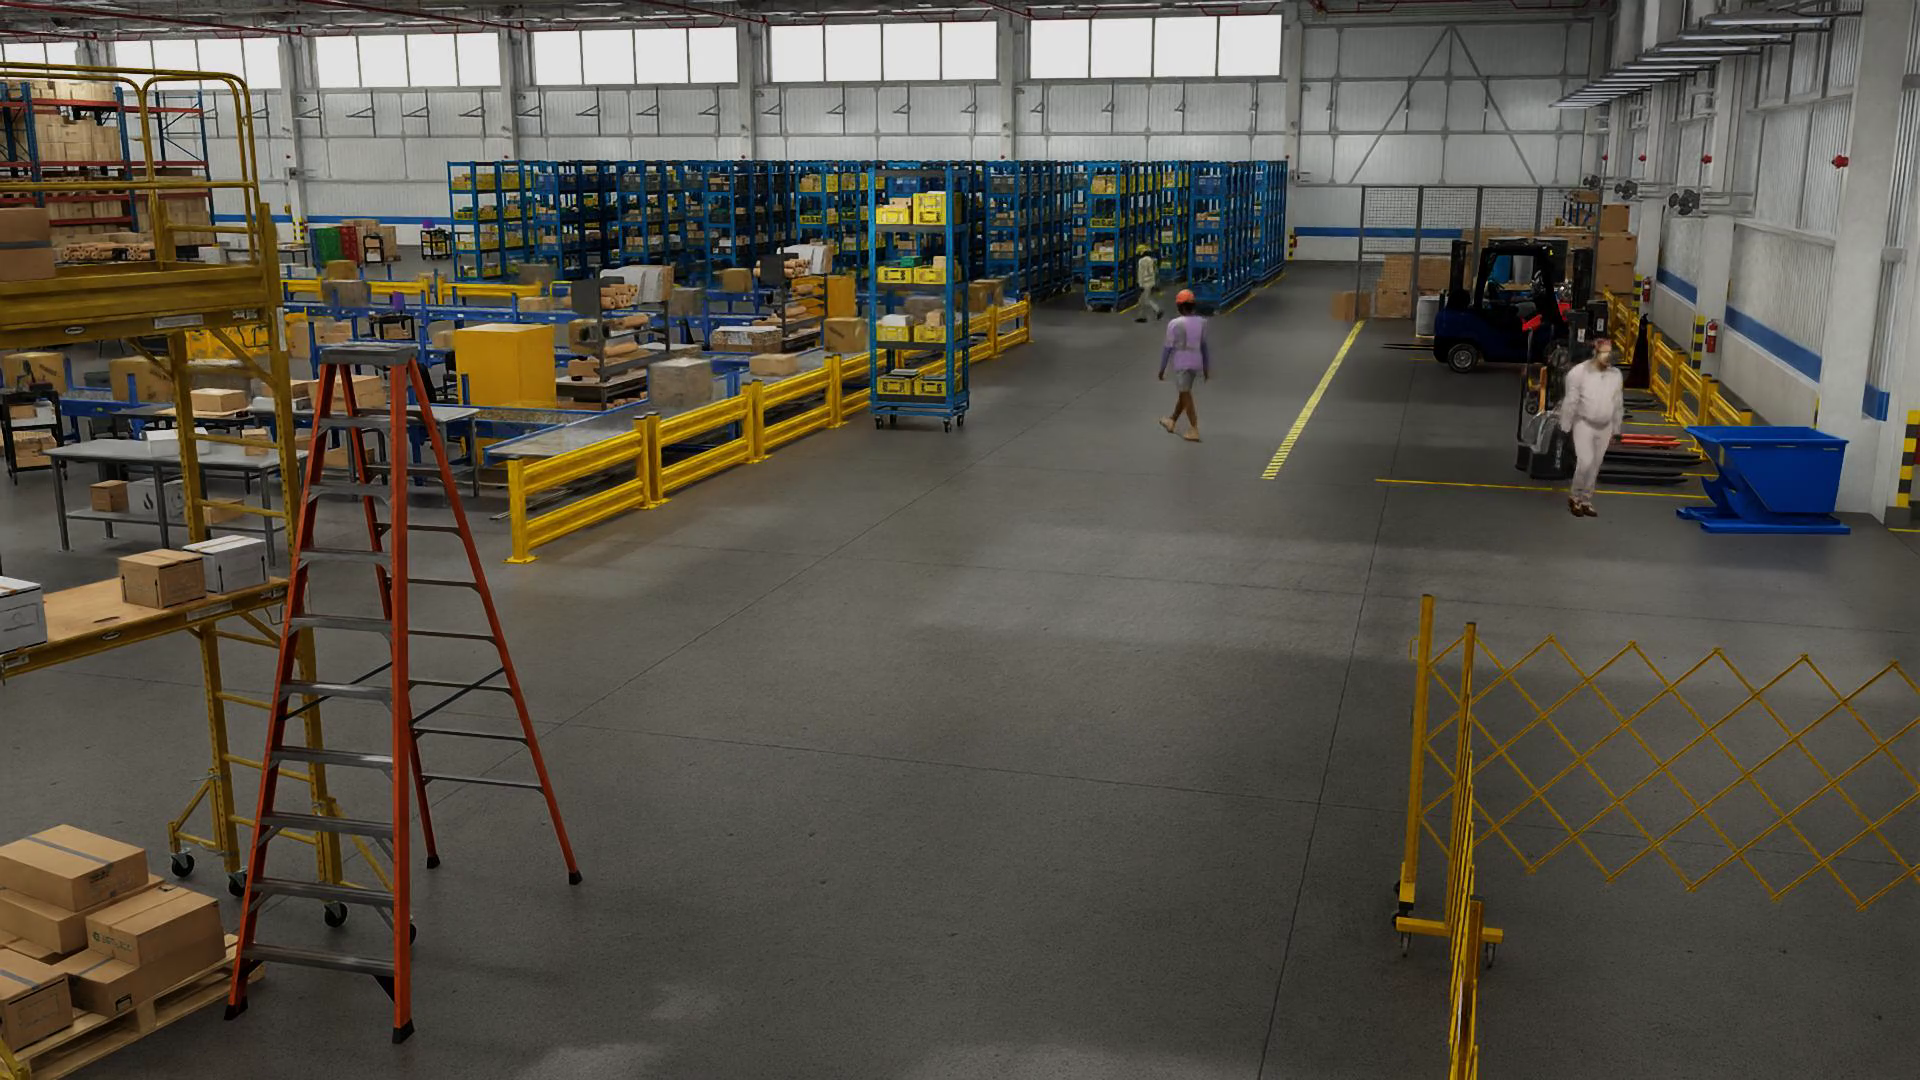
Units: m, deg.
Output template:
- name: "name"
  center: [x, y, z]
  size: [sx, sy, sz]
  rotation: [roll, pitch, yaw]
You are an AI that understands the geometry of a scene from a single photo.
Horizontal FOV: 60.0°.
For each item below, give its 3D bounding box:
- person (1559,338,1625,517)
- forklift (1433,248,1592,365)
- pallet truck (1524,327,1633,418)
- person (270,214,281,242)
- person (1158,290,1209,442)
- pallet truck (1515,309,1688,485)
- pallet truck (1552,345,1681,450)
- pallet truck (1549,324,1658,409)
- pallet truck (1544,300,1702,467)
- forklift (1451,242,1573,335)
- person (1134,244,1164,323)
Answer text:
- name: "person"
  center: [6.672, -1.173, 17.473]
  size: [0.658, 1.892, 0.485]
  rotation: [-3, 13, -13]
- name: "forklift"
  center: [9.780, -4.111, 29.280]
  size: [2.680, 1.987, 1.157]
  rotation: [3, 13, 14]
- name: "pallet truck"
  center: [9.065, -2.460, 24.370]
  size: [1.522, 1.261, 0.704]
  rotation: [3, 13, 14]
- name: "person"
  center: [-22.719, -9.830, 54.870]
  size: [0.641, 1.893, 0.980]
  rotation: [-11, 17, -40]
- name: "person"
  center: [2.967, -2.352, 22.366]
  size: [0.637, 1.987, 1.027]
  rotation: [-8, 15, -30]
- name: "pallet truck"
  center: [7.554, -1.677, 19.446]
  size: [1.885, 1.965, 0.823]
  rotation: [3, 13, 14]
- name: "pallet truck"
  center: [8.641, -1.896, 21.908]
  size: [1.630, 1.274, 0.653]
  rotation: [4, 14, 16]
- name: "pallet truck"
  center: [9.824, -2.669, 25.407]
  size: [1.601, 1.201, 0.680]
  rotation: [4, 14, 16]
- name: "pallet truck"
  center: [8.263, -1.952, 20.631]
  size: [1.885, 1.965, 0.823]
  rotation: [5, 14, 20]
- name: "forklift"
  center: [10.464, -4.597, 31.405]
  size: [2.680, 1.987, 1.157]
  rotation: [4, 14, 16]
- name: "person"
  center: [4.292, -5.818, 37.763]
  size: [0.686, 1.802, 0.621]
  rotation: [6, 14, 25]
